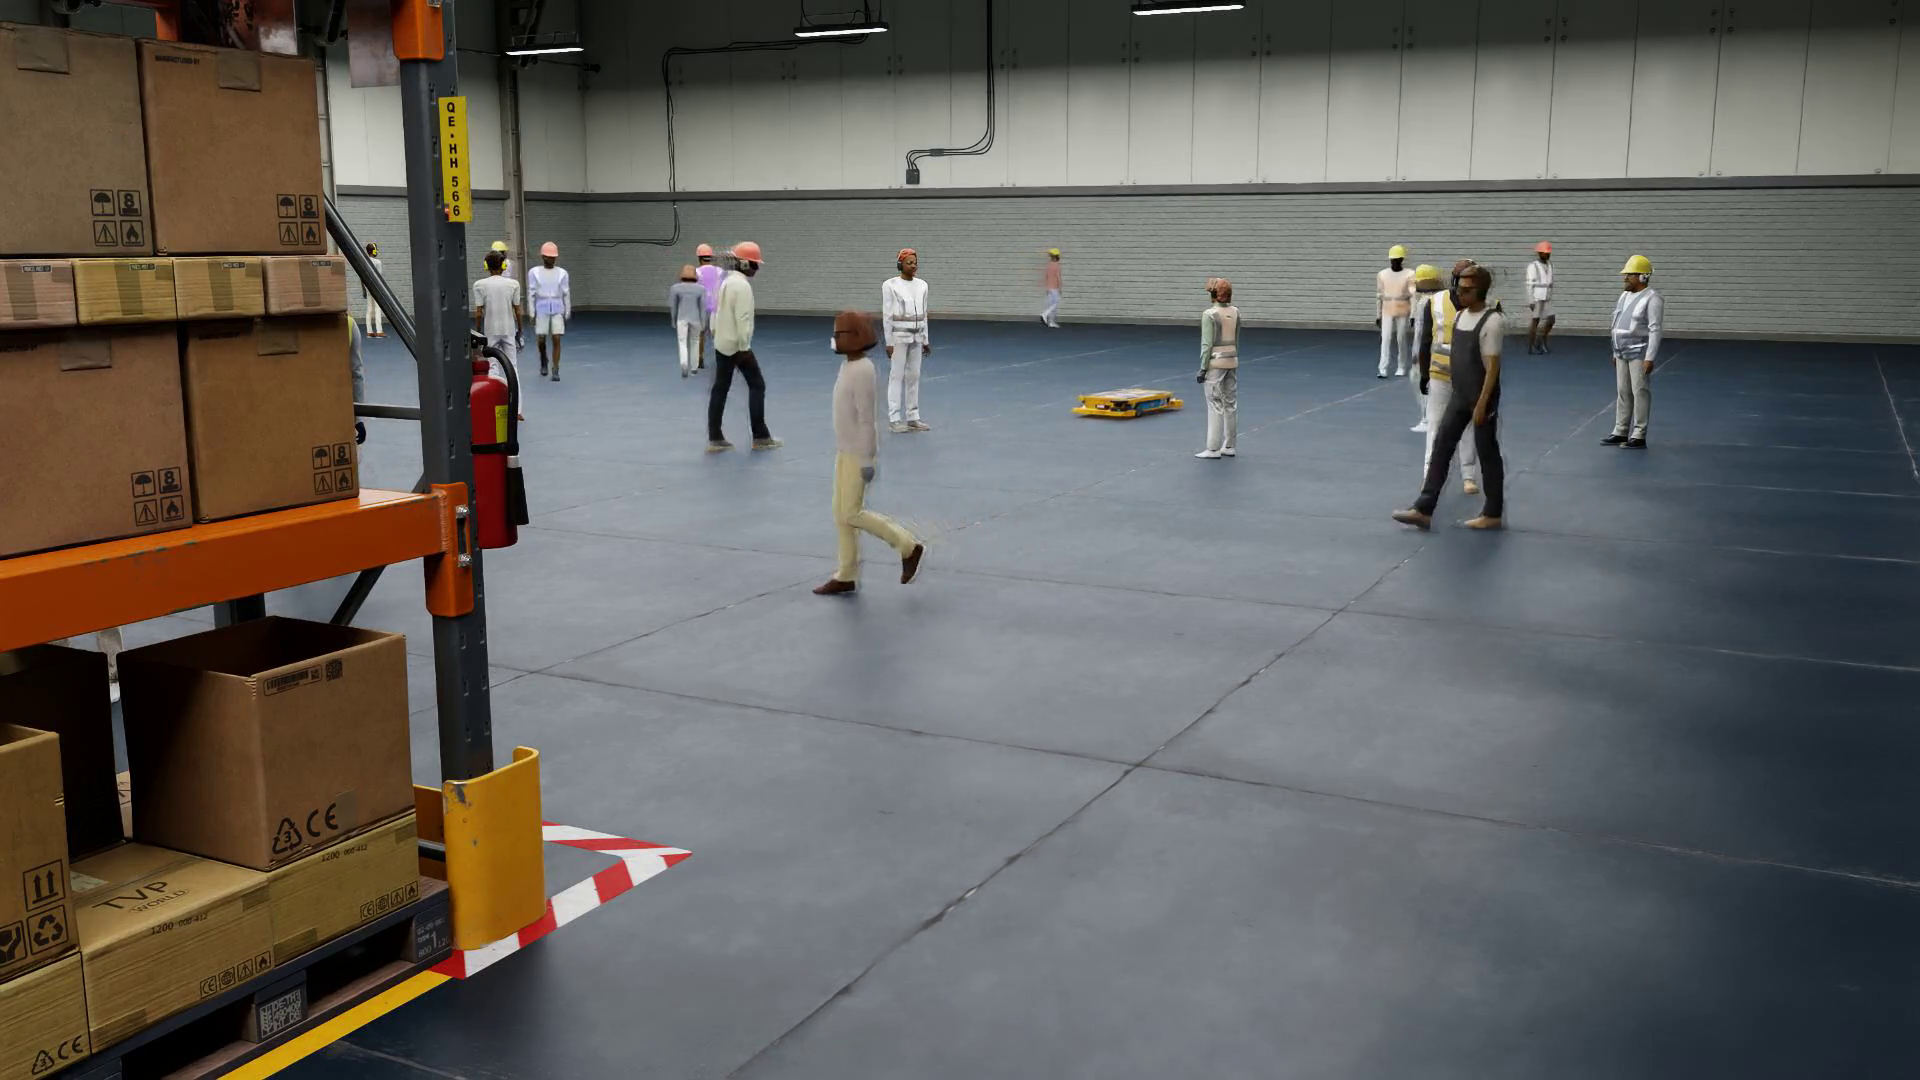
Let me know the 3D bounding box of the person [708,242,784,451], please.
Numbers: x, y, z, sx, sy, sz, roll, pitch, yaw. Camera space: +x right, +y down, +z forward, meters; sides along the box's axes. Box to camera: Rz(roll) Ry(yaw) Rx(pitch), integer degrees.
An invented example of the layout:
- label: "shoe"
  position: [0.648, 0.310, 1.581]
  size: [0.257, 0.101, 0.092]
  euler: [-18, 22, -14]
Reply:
- label: "person"
  position: [-2.034, -1.816, 15.665]
  size: [0.837, 1.943, 0.648]
  euler: [-7, 12, -33]

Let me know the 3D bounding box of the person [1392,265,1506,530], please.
- label: "person"
  position: [3.379, -0.942, 11.308]
  size: [0.880, 1.807, 0.542]
  euler: [-4, 11, -20]

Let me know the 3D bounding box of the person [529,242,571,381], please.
- label: "person"
  position: [-5.716, -3.183, 23.202]
  size: [0.577, 1.926, 0.448]
  euler: [-4, 11, -19]

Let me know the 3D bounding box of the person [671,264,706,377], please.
- label: "person"
  position: [-3.889, -3.149, 23.880]
  size: [0.499, 1.609, 0.738]
  euler: [-2, 11, -11]

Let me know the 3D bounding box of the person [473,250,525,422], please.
- label: "person"
  position: [-4.980, -2.191, 17.975]
  size: [0.520, 1.865, 0.328]
  euler: [-3, 11, -18]

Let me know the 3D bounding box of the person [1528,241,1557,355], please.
- label: "person"
  position: [9.850, -4.077, 28.106]
  size: [0.565, 1.915, 0.510]
  euler: [-5, 11, -24]

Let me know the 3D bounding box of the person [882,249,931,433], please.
- label: "person"
  position: [-0.545, -2.054, 17.177]
  size: [0.575, 1.883, 0.355]
  euler: [-9, 14, -42]

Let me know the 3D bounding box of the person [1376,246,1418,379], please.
- label: "person"
  position: [6.223, -3.249, 23.719]
  size: [0.604, 1.877, 0.984]
  euler: [5, 12, 27]

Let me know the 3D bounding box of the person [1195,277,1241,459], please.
- label: "person"
  position: [2.352, -1.553, 15.104]
  size: [0.513, 1.642, 0.311]
  euler: [-10, 14, -43]

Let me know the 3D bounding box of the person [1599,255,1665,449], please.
- label: "person"
  position: [6.398, -1.779, 15.810]
  size: [0.404, 1.835, 0.590]
  euler: [-2, 11, -11]

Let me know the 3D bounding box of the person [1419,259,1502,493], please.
- label: "person"
  position: [3.928, -1.283, 13.103]
  size: [0.619, 1.838, 0.430]
  euler: [2, 11, 13]

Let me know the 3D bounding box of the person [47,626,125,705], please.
- label: "person"
  position: [-3.839, -0.090, 7.141]
  size: [0.512, 1.637, 0.309]
  euler: [0, 10, 1]

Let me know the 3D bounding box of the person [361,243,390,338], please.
- label: "person"
  position: [-11.635, -4.946, 32.986]
  size: [0.534, 1.868, 0.309]
  euler: [4, 11, 21]

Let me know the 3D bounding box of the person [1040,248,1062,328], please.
- label: "person"
  position: [1.993, -5.492, 36.271]
  size: [0.503, 1.750, 0.536]
  euler: [-5, 11, -25]

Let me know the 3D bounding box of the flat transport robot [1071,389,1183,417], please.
- label: "flat transport robot"
  position: [1.917, -1.569, 18.931]
  size: [0.652, 0.197, 1.431]
  euler: [7, 13, 34]

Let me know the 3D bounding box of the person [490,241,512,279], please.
- label: "person"
  position: [-8.562, -4.615, 31.053]
  size: [0.411, 1.913, 0.616]
  euler: [-8, 13, -36]

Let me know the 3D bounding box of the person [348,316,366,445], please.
- label: "person"
  position: [-3.894, -0.722, 10.025]
  size: [0.624, 1.845, 0.430]
  euler: [-5, 12, -27]

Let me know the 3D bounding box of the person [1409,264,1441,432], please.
- label: "person"
  position: [4.767, -1.957, 17.069]
  size: [0.423, 1.720, 0.499]
  euler: [7, 12, 32]

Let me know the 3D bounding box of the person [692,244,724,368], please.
- label: "person"
  position: [-3.769, -3.497, 25.014]
  size: [0.545, 1.900, 0.955]
  euler: [-5, 12, -25]

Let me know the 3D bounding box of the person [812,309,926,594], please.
- label: "person"
  position: [-0.531, -0.481, 9.334]
  size: [0.565, 1.618, 0.504]
  euler: [-2, 11, -13]
